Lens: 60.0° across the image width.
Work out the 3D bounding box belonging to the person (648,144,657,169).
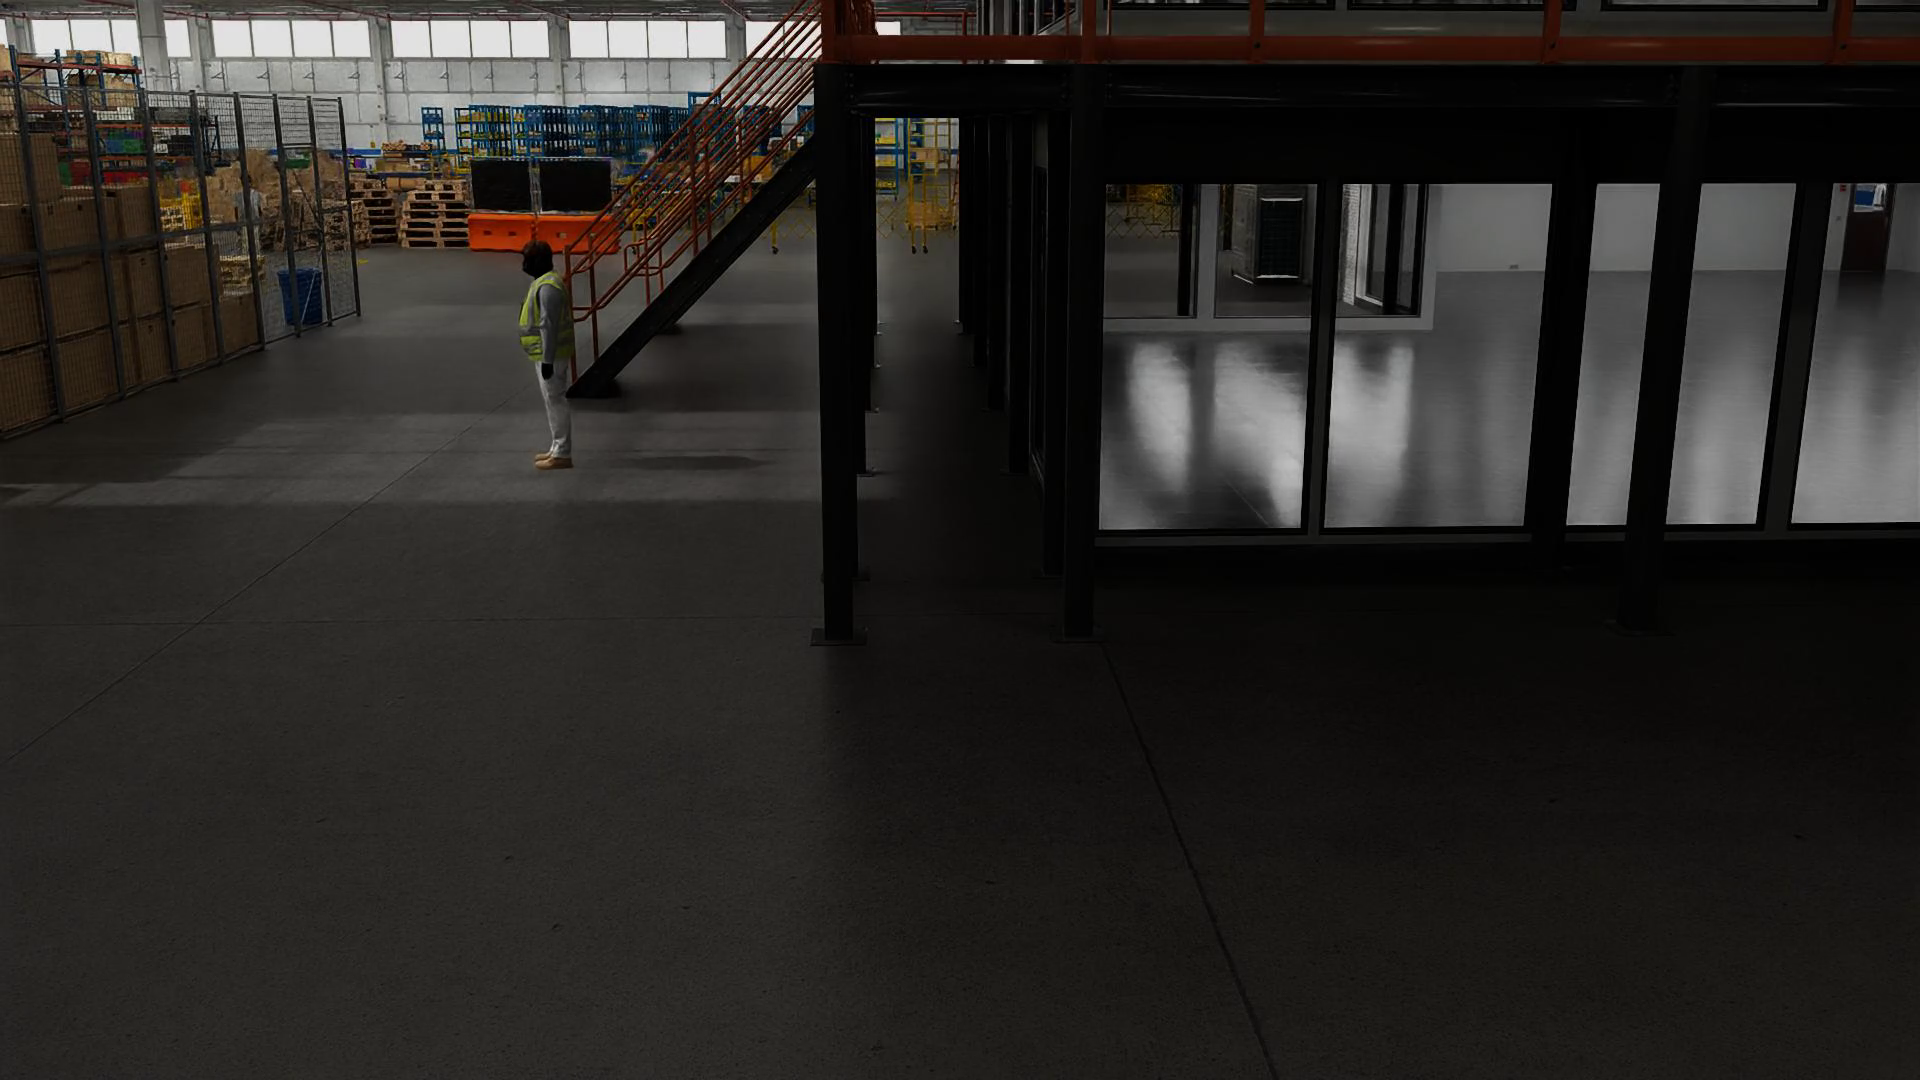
[{"bbox_3d":[-13.953,-16.950,75.143,0.877,1.874,0.649,2,14,7],"label":"person"}]

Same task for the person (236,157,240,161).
[{"bbox_3d":[-23.958,-11.926,55.448,0.533,1.671,0.755,1,14,2],"label":"person"}]

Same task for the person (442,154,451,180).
[{"bbox_3d":[-17.150,-12.004,55.608,0.378,1.756,0.537,-3,14,-10],"label":"person"}]

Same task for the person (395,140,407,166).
[{"bbox_3d":[-27.555,-18.742,82.076,0.624,1.983,0.429,-4,15,-17],"label":"person"}]

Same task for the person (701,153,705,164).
[{"bbox_3d":[-11.152,-16.478,73.371,0.641,1.810,0.605,0,14,0],"label":"person"}]

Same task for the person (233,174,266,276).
[{"bbox_3d":[-12.892,-5.708,30.213,0.515,1.865,0.329,-9,17,-32],"label":"person"}]

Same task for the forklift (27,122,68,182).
[{"bbox_3d":[-35.376,-14.773,64.377,1.129,2.768,1.873,-1,14,-2],"label":"forklift"}]

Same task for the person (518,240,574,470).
[{"bbox_3d":[-3.331,-1.488,13.418,0.431,1.836,0.619,-5,15,-18],"label":"person"}]
